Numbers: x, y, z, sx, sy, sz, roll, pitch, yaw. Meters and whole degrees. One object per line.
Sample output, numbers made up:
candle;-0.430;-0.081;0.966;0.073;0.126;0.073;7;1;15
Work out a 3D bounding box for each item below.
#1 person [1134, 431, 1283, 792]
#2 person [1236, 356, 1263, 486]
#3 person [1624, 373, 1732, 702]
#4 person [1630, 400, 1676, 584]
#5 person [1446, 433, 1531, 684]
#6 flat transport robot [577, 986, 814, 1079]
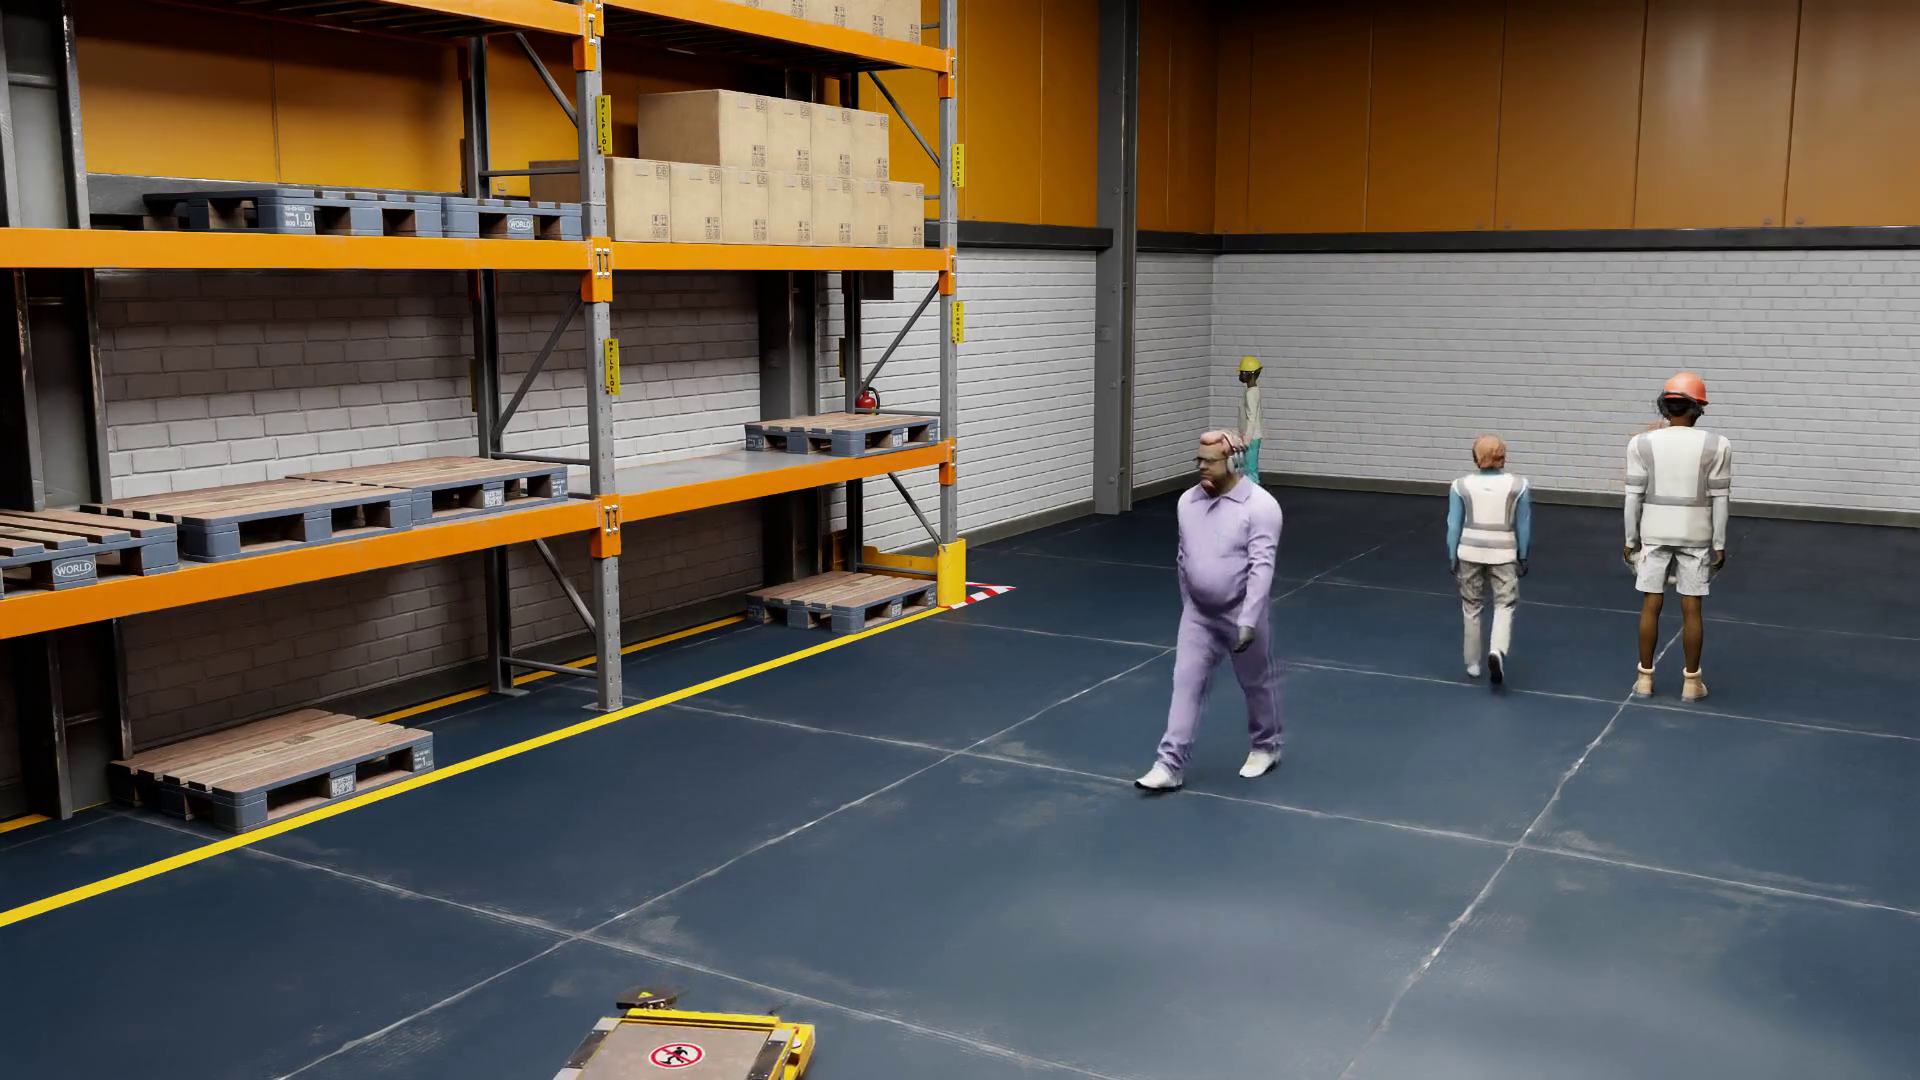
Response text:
person;1.330;0.366;8.526;0.643;1.852;0.993;8;12;40
person;3.088;-1.080;17.819;0.313;1.769;0.525;2;9;12
person;4.439;-0.014;10.326;0.605;2.036;0.393;5;10;28
person;5.993;-0.451;14.113;0.391;1.685;0.544;4;10;22
person;3.389;0.128;10.695;0.528;1.622;0.569;3;10;19
flat transport robot;-0.908;1.726;4.958;0.652;0.197;1.431;1;9;8
